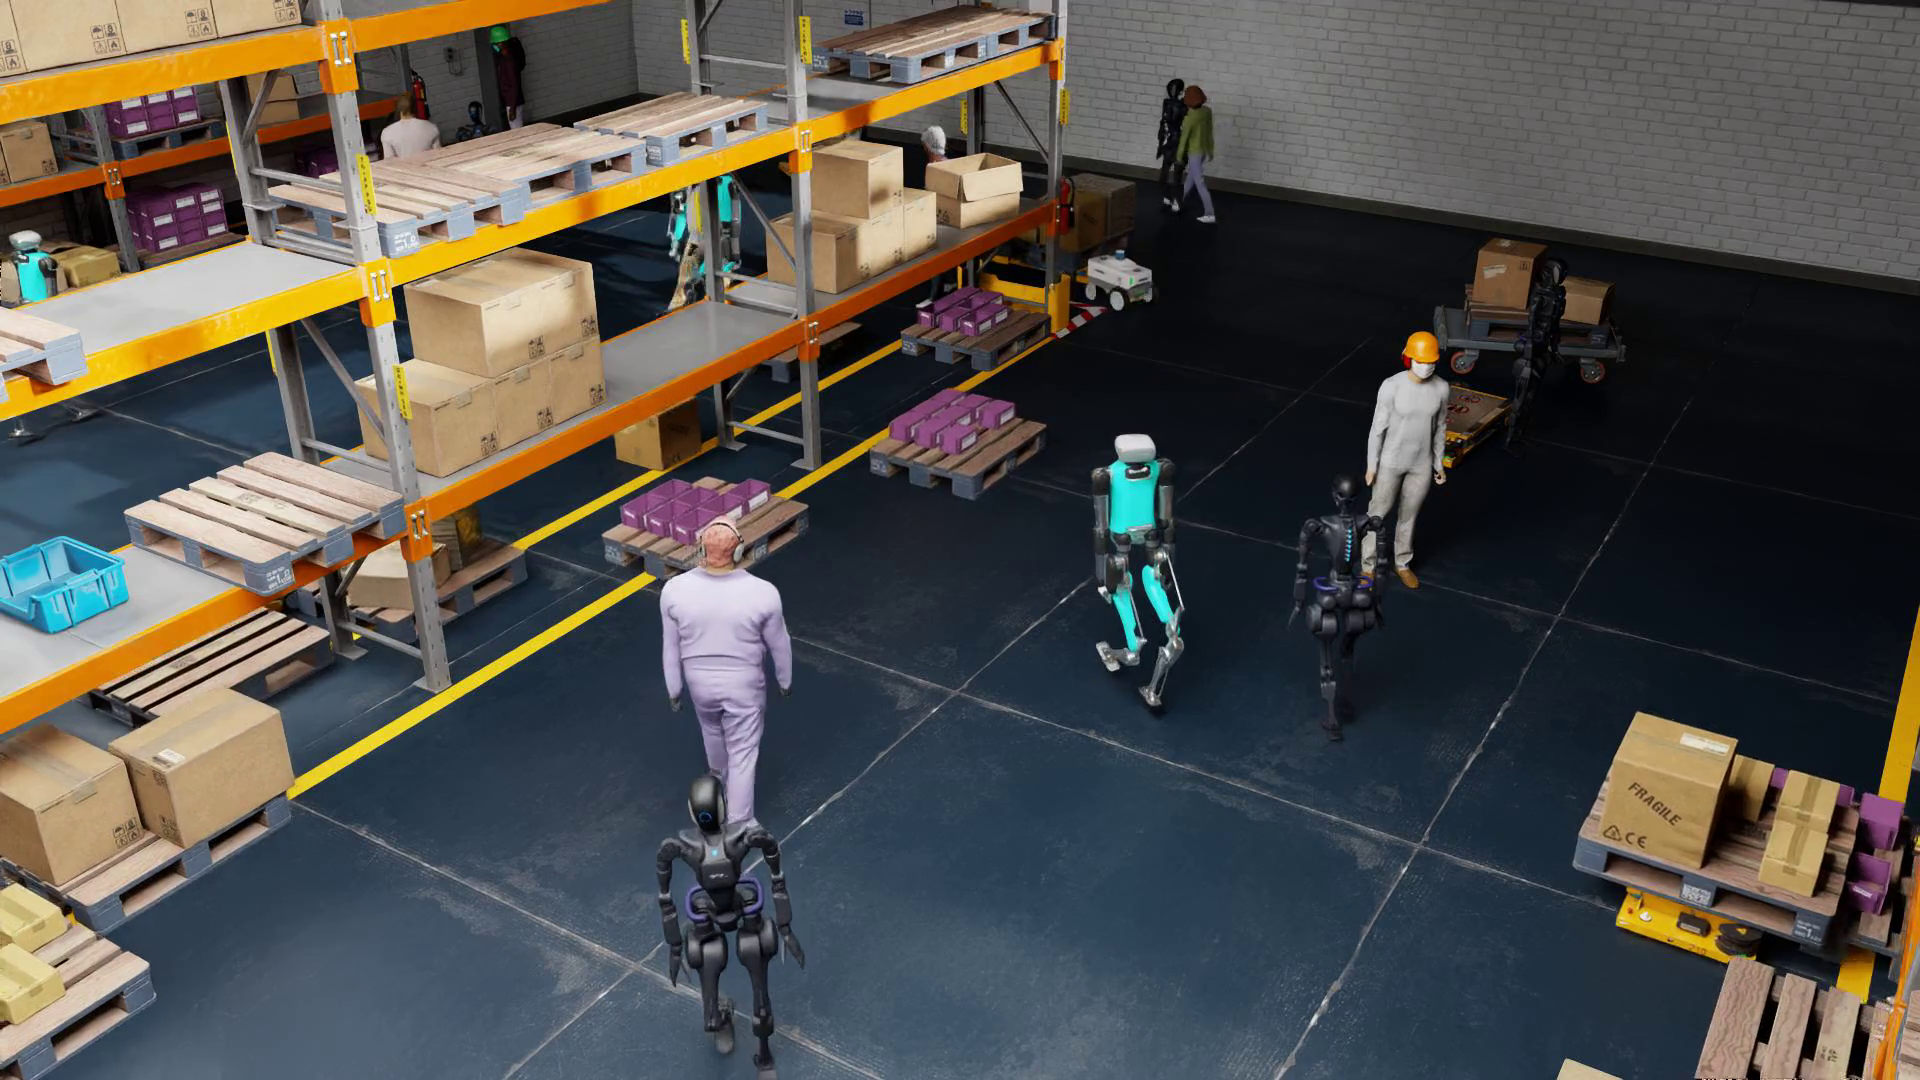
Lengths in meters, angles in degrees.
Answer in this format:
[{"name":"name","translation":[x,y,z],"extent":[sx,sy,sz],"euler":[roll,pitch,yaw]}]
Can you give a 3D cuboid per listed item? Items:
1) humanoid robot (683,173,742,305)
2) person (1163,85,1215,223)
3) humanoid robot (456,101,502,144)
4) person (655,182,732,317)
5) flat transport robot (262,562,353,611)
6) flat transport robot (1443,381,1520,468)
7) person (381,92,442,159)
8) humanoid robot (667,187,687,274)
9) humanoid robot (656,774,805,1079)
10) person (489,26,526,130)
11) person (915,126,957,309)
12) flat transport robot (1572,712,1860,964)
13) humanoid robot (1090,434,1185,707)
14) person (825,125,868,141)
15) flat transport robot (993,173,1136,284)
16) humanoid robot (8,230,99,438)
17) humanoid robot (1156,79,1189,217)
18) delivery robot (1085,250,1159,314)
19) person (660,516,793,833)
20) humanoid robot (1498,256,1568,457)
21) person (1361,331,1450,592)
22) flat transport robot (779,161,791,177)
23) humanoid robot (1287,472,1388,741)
[{"name":"humanoid robot","translation":[-2.473,-2.795,16.113],"extent":[0.859,1.808,0.540],"euler":[-12,29,-23]},{"name":"person","translation":[2.772,-4.617,19.834],"extent":[0.873,1.576,0.507],"euler":[23,35,38]},{"name":"humanoid robot","translation":[-5.353,-4.129,18.778],"extent":[0.612,1.648,0.337],"euler":[-5,27,-10]},{"name":"person","translation":[-2.647,-2.982,16.473],"extent":[0.881,1.702,0.561],"euler":[-21,34,-36]},{"name":"flat transport robot","translation":[-4.388,0.201,11.801],"extent":[1.431,0.231,0.659],"euler":[-10,28,-18]},{"name":"flat transport robot","translation":[4.180,-0.992,14.152],"extent":[0.659,0.231,1.431],"euler":[20,33,34]},{"name":"person","translation":[-5.868,-3.865,18.024],"extent":[0.631,1.901,0.851],"euler":[-14,30,-26]},{"name":"humanoid robot","translation":[-2.819,-3.344,17.284],"extent":[0.568,1.898,0.778],"euler":[5,27,10]},{"name":"humanoid robot","translation":[-0.993,1.701,7.292],"extent":[0.610,1.647,0.400],"euler":[-3,27,-6]},{"name":"person","translation":[-5.758,-5.630,21.443],"extent":[0.431,1.945,0.488],"euler":[-8,28,-15]},{"name":"person","translation":[-0.197,-3.291,16.963],"extent":[0.501,1.830,0.651],"euler":[-1,27,-2]},{"name":"flat transport robot","translation":[3.993,1.710,8.829],"extent":[0.659,0.231,1.431],"euler":[16,31,28]},{"name":"humanoid robot","translation":[1.112,0.253,10.071],"extent":[0.539,1.730,0.995],"euler":[-8,28,-14]},{"name":"person","translation":[-1.408,-5.027,20.435],"extent":[0.636,1.778,0.959],"euler":[-7,28,-13]},{"name":"flat transport robot","translation":[1.126,-3.086,18.279],"extent":[1.431,0.231,0.659],"euler":[20,33,34]},{"name":"humanoid robot","translation":[-7.822,-1.634,13.841],"extent":[0.532,1.758,1.013],"euler":[17,31,30]},{"name":"humanoid robot","translation":[2.592,-4.693,19.905],"extent":[0.398,1.650,0.588],"euler":[-15,30,-26]},{"name":"delivery robot","translation":[1.655,-2.698,17.179],"extent":[0.499,0.577,0.758],"euler":[-19,33,-33]},{"name":"person","translation":[-1.225,0.719,9.008],"extent":[0.669,1.872,0.848],"euler":[3,27,6]},{"name":"humanoid robot","translation":[4.733,-1.516,13.618],"extent":[0.315,1.653,0.599],"euler":[24,35,39]},{"name":"person","translation":[3.073,-0.541,11.470],"extent":[0.570,1.897,0.366],"euler":[-3,27,-6]},{"name":"flat transport robot","translation":[-1.626,-5.003,22.055],"extent":[1.431,0.231,0.659],"euler":[-10,29,-19]},{"name":"humanoid robot","translation":[2.268,0.391,9.891],"extent":[0.589,1.639,0.488],"euler":[-2,27,-4]}]
